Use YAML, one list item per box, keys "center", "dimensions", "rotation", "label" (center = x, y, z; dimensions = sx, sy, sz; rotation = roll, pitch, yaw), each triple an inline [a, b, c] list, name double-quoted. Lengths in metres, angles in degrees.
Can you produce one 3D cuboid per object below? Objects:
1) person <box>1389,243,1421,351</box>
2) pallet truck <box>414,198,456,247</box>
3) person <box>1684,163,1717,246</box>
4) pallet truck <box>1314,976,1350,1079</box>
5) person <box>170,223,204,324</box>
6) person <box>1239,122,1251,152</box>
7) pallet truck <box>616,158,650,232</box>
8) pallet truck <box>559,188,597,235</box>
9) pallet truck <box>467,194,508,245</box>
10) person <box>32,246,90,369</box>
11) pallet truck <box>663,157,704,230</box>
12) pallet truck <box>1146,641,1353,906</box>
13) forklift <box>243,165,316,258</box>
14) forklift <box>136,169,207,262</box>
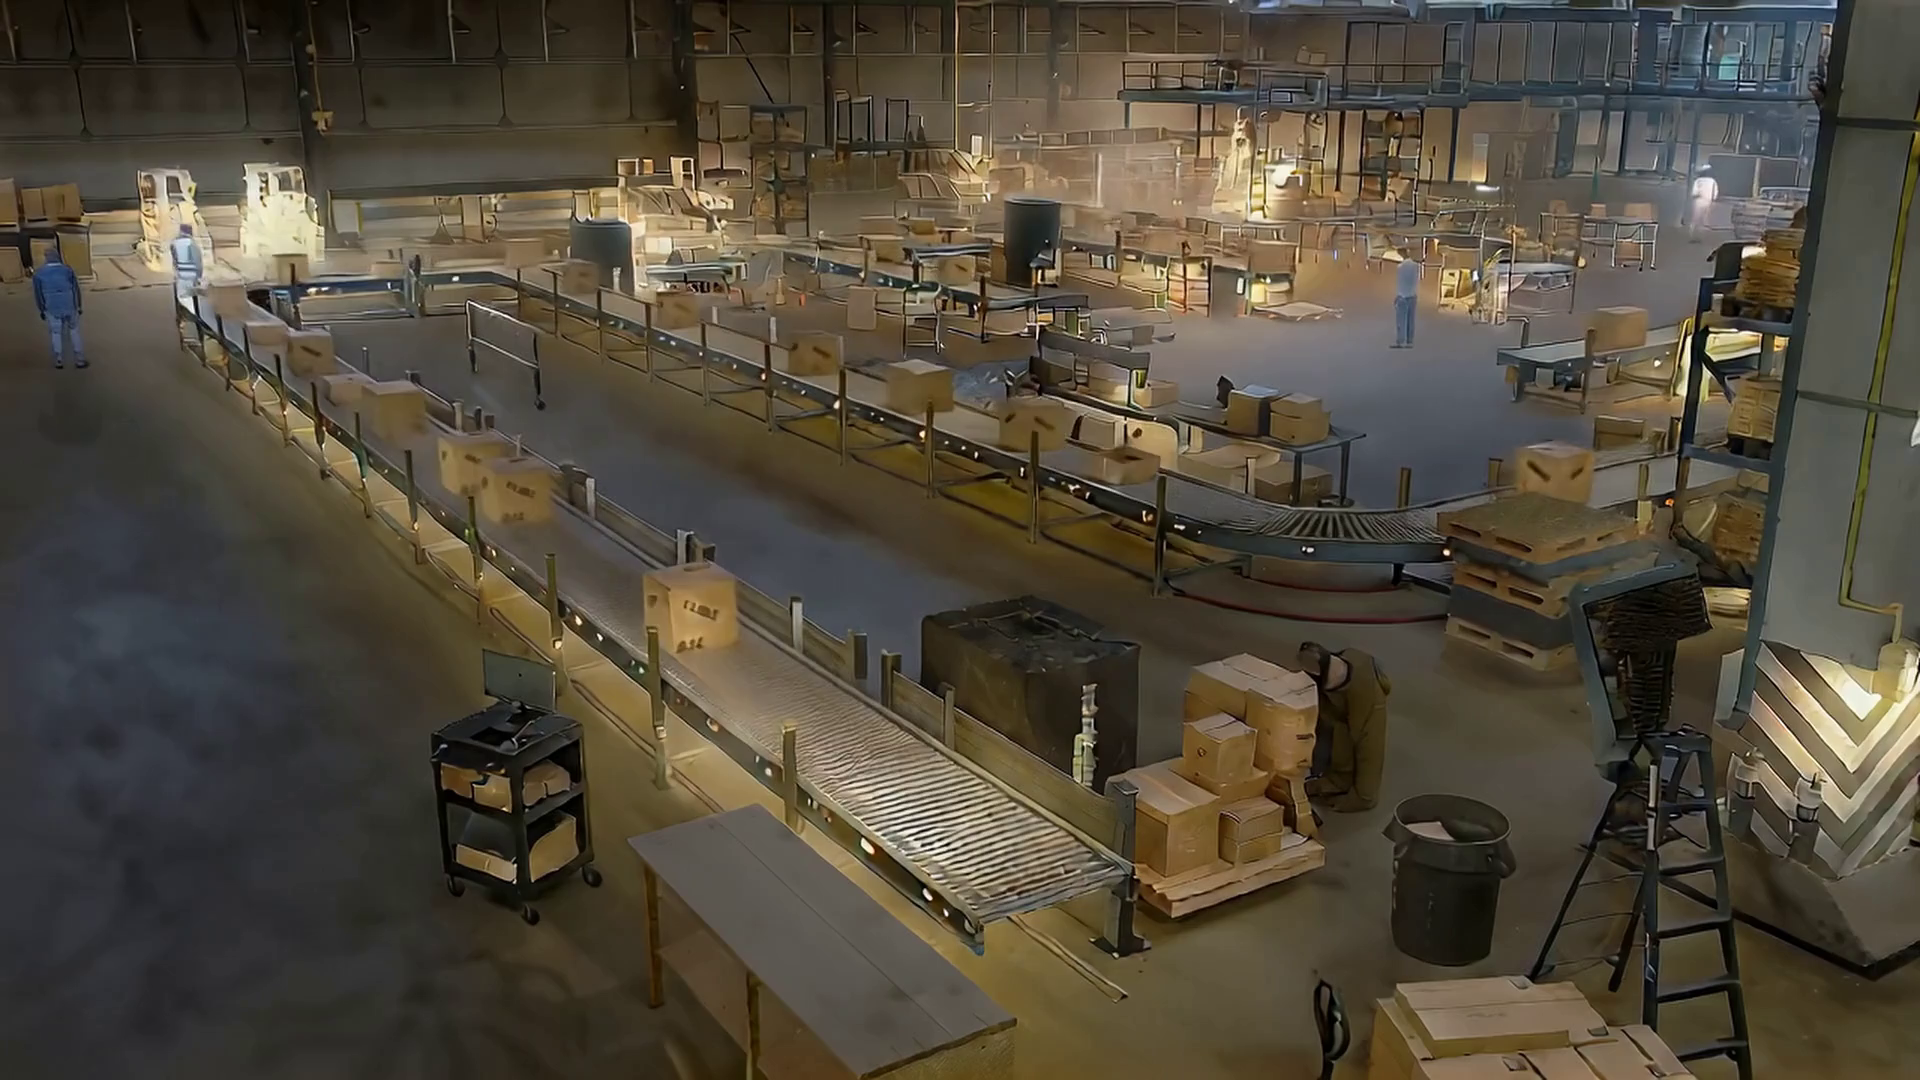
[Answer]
- center: [7.354, -4.011, 27.462]
  dimensions: [0.525, 1.769, 0.308]
  rotation: [-11, 20, -32]
  label: "person"
- center: [-13.250, -8.060, 41.856]
  dimensions: [0.680, 1.201, 1.601]
  rotation: [-10, 20, -31]
  label: "pallet truck"
- center: [18.504, -8.390, 41.599]
  dimensions: [0.654, 2.014, 0.745]
  rotation: [-2, 17, -8]
  label: "person"
- center: [2.299, 2.390, 7.086]
  dimensions: [1.601, 1.201, 0.680]
  rotation: [-2, 17, -7]
  label: "pallet truck"
- center: [-13.986, -4.824, 30.122]
  dimensions: [0.600, 1.805, 0.860]
  rotation: [2, 17, 6]
  label: "person"
- center: [11.290, -15.681, 66.166]
  dimensions: [0.584, 1.849, 0.935]
  rotation: [-11, 20, -33]
  label: "person"
- center: [-8.918, -9.176, 44.255]
  dimensions: [0.823, 1.965, 1.885]
  rotation: [-9, 19, -27]
  label: "pallet truck"
- center: [-10.010, -8.652, 43.699]
  dimensions: [0.653, 1.274, 1.630]
  rotation: [-10, 20, -31]
  label: "pallet truck"
- center: [-11.983, -8.177, 42.137]
  dimensions: [0.704, 1.261, 1.522]
  rotation: [-11, 20, -33]
  label: "pallet truck"
- center: [-14.025, -3.627, 25.942]
  dimensions: [0.643, 1.910, 0.400]
  rotation: [-5, 17, -16]
  label: "person"
- center: [-7.586, -9.308, 44.692]
  dimensions: [0.823, 1.965, 1.885]
  rotation: [-11, 20, -33]
  label: "pallet truck"
- center: [1.664, 1.407, 10.232]
  dimensions: [1.630, 1.274, 0.653]
  rotation: [-10, 20, -31]
  label: "pallet truck"
- center: [-15.898, -7.669, 38.708]
  dimensions: [1.157, 1.987, 2.680]
  rotation: [-11, 20, -33]
  label: "forklift"
- center: [-17.842, -7.318, 37.559]
  dimensions: [1.157, 1.987, 2.680]
  rotation: [-10, 20, -31]
  label: "forklift"
